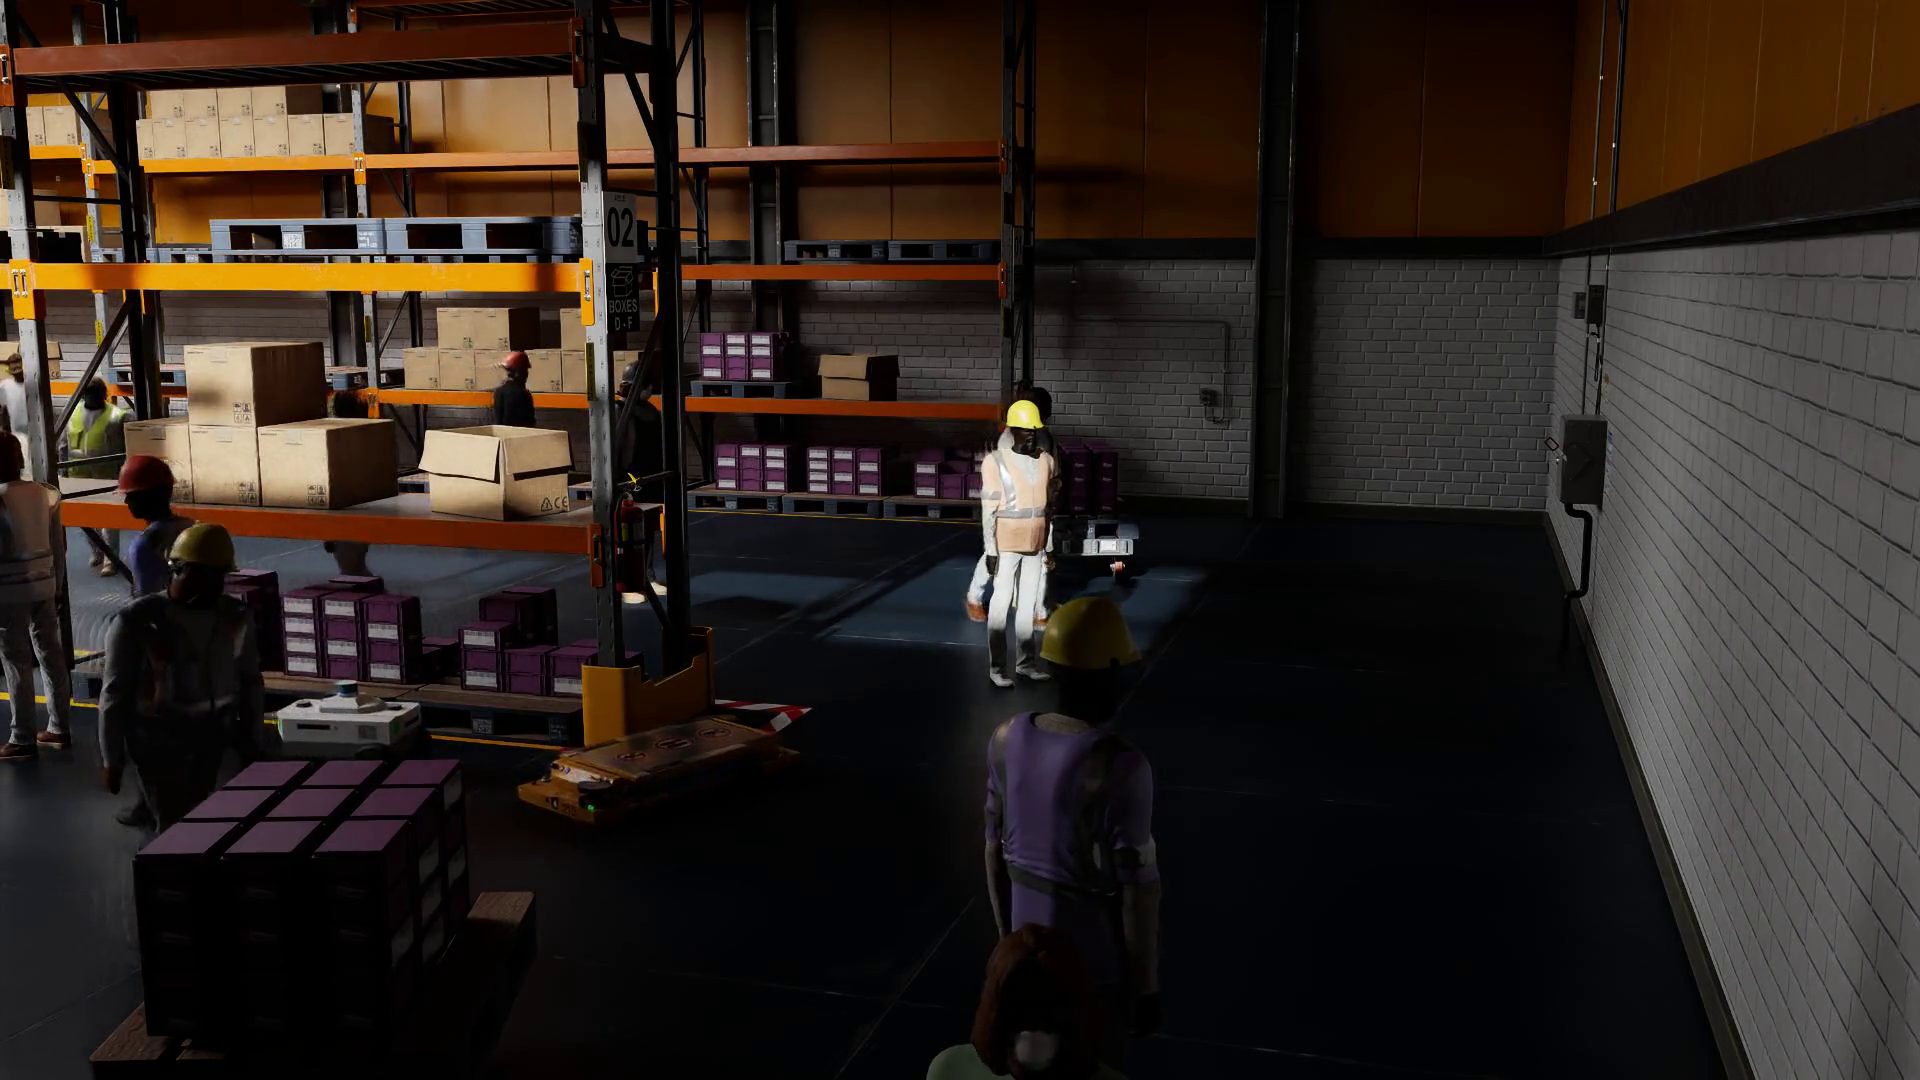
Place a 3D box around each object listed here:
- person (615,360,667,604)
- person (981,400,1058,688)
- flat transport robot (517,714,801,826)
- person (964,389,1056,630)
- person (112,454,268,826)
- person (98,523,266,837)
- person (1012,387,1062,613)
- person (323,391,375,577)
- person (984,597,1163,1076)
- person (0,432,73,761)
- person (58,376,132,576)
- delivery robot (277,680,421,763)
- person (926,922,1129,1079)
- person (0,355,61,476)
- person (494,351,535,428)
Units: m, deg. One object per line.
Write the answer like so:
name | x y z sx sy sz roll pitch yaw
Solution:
person | -2.677 -0.501 14.030 0.536 2.000 0.688 4 10 23
person | 0.411 0.020 11.198 0.584 1.928 0.373 -7 11 -35
flat transport robot | -1.597 1.210 8.980 0.652 0.197 1.431 8 12 40
person | 0.449 -0.248 13.009 1.033 1.877 0.700 7 12 37
person | -3.826 0.515 8.276 0.851 1.906 0.539 2 10 12
person | -3.093 0.826 6.714 0.747 1.786 0.619 6 11 31
person | 0.615 -0.327 13.577 0.429 1.842 0.633 -4 10 -22
person | -4.420 -0.123 12.071 0.431 1.924 0.647 2 10 13
person | 0.322 1.107 4.573 0.380 1.928 0.586 -8 12 -41
person | -5.368 0.320 9.496 0.356 1.887 0.572 3 10 19
person | -7.906 -0.594 15.239 0.664 1.829 0.559 -1 9 -6
delivery robot | -3.325 1.007 9.061 0.707 0.478 0.477 1 9 6
person | 0.139 1.495 3.096 0.507 1.634 0.274 5 10 26
person | -10.596 -1.204 19.002 0.675 1.807 0.959 -6 11 -32
person | -4.568 -0.941 16.953 0.811 1.968 0.623 -9 13 -44
